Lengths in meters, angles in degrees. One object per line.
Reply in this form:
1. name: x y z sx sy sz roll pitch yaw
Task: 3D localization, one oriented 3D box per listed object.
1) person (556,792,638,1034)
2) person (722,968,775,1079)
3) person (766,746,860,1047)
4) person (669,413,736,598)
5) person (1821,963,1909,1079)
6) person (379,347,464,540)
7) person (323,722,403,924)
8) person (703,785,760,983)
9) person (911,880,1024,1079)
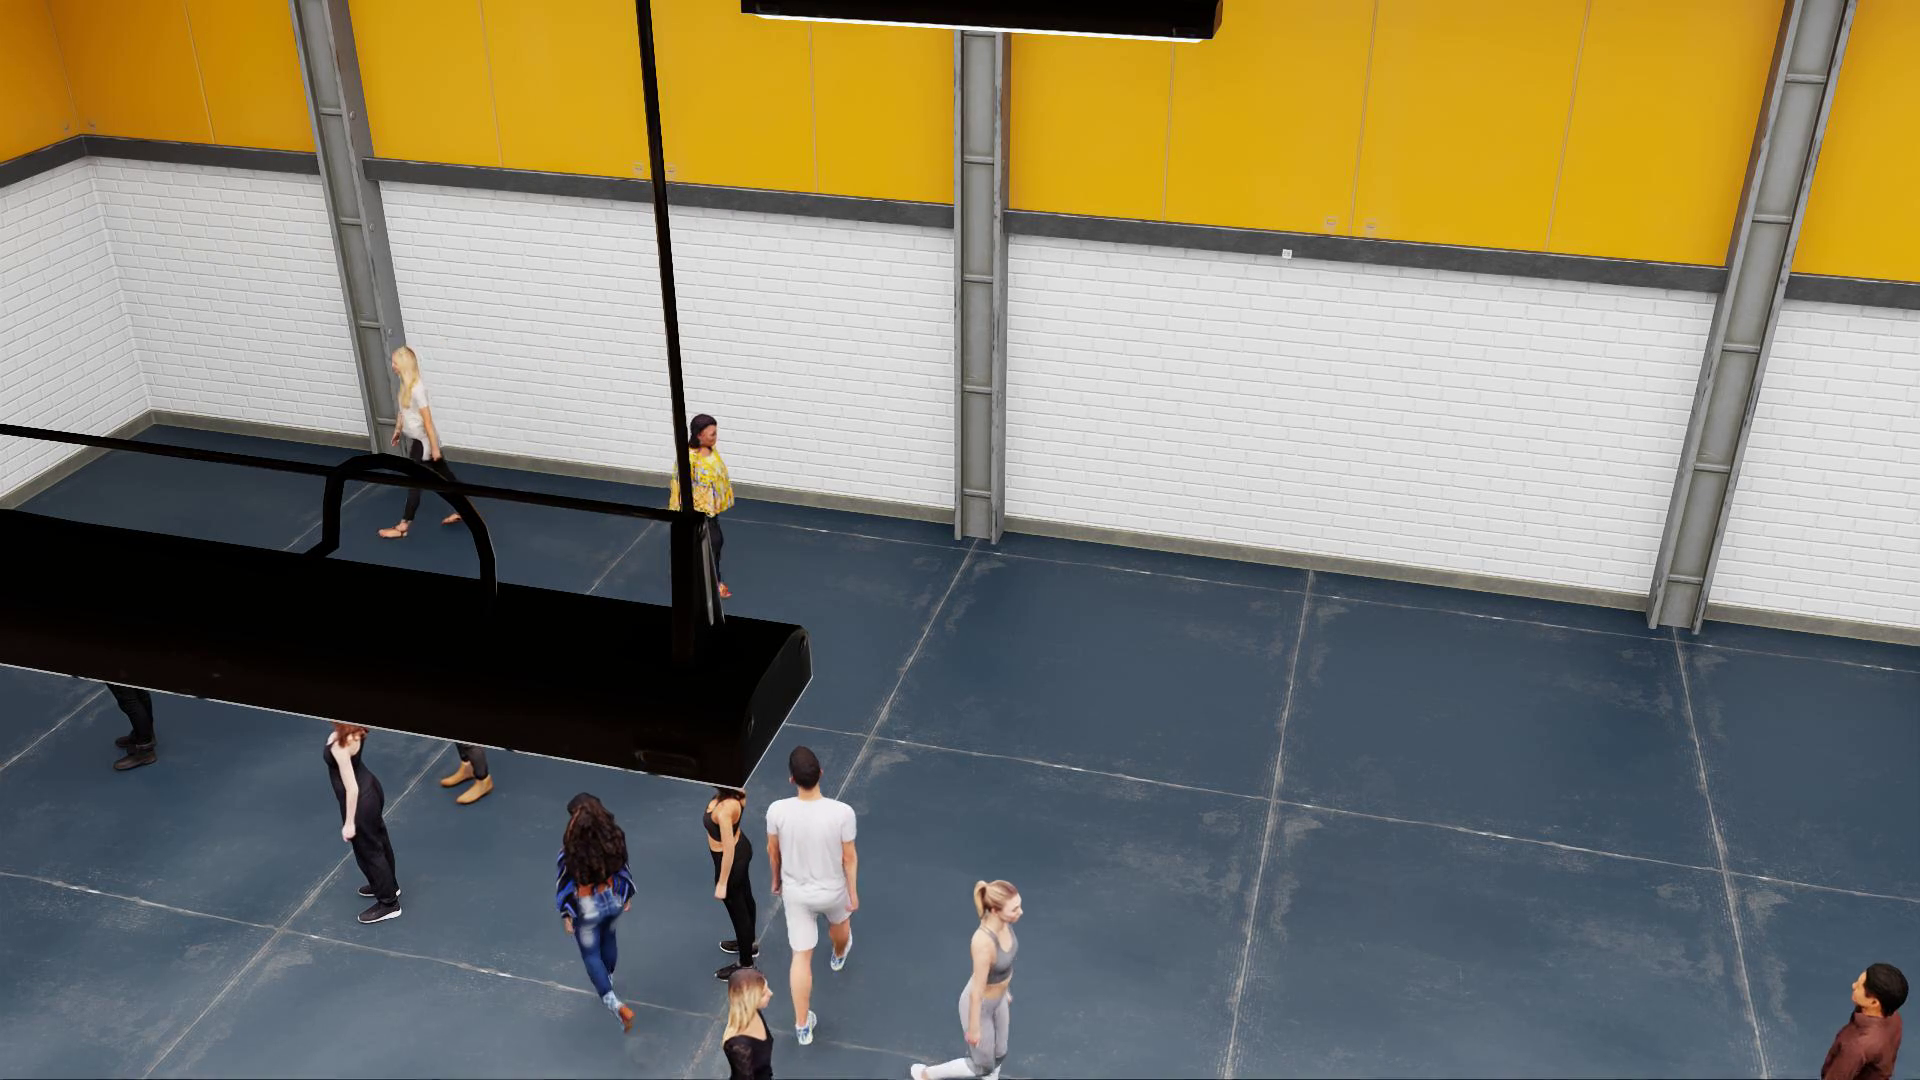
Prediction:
1. person: -2.065 2.155 9.583 0.945 1.603 1.015 -16 33 -27
2. person: -1.113 2.816 8.308 0.782 1.665 0.678 0 29 0
3. person: -0.860 2.061 9.548 1.218 1.804 0.900 3 29 5
4. person: -2.246 -0.306 14.060 0.733 1.638 0.706 9 30 16
5. person: 4.440 2.858 8.163 1.217 1.730 0.998 23 36 36
6. person: -4.740 -0.908 15.006 1.136 1.788 1.060 -14 32 -24
7. person: -3.750 1.621 10.414 0.671 1.745 0.663 -7 29 -12
8. person: -1.358 1.928 9.964 0.571 1.637 0.609 1 29 2
9. person: 0.060 2.474 8.913 0.872 1.686 0.609 10 30 18
